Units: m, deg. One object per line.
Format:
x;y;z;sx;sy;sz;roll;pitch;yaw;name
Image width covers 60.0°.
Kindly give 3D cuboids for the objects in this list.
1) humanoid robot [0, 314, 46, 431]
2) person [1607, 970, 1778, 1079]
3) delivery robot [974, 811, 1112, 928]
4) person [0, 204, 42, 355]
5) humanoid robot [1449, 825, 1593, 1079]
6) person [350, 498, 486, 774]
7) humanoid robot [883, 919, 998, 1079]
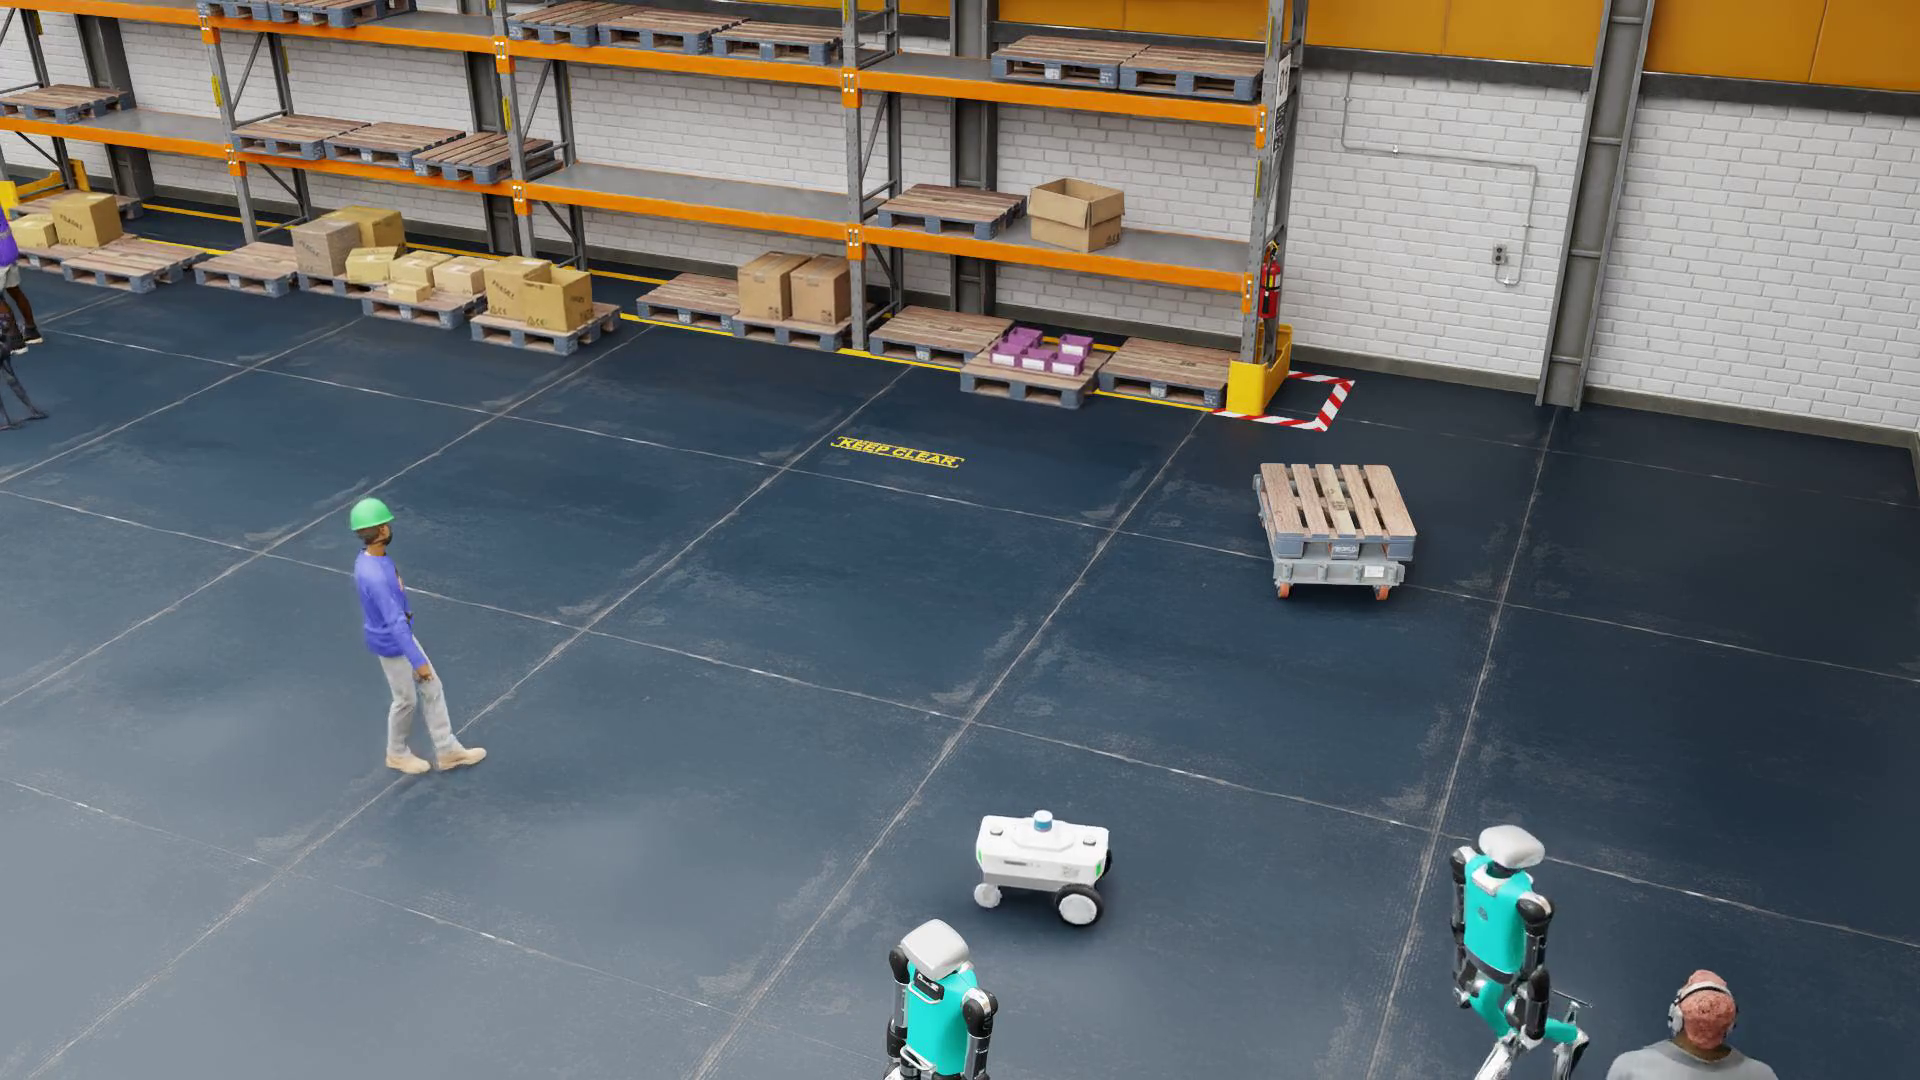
-8.638;-1.794;14.898;0.441;1.649;0.607;-7;28;-13;humanoid robot
2.749;2.442;6.469;0.672;1.847;1.018;4;28;7;person
0.483;1.778;9.192;0.797;0.613;0.499;5;28;9;delivery robot
-9.614;-2.835;16.591;0.407;1.952;0.703;-5;28;-10;person
2.567;1.993;7.482;0.910;1.776;0.571;-12;29;-21;humanoid robot
-3.312;0.630;10.015;0.619;1.824;0.571;-4;28;-7;person
-0.242;2.344;6.640;0.735;1.677;0.533;-24;36;-38;humanoid robot
